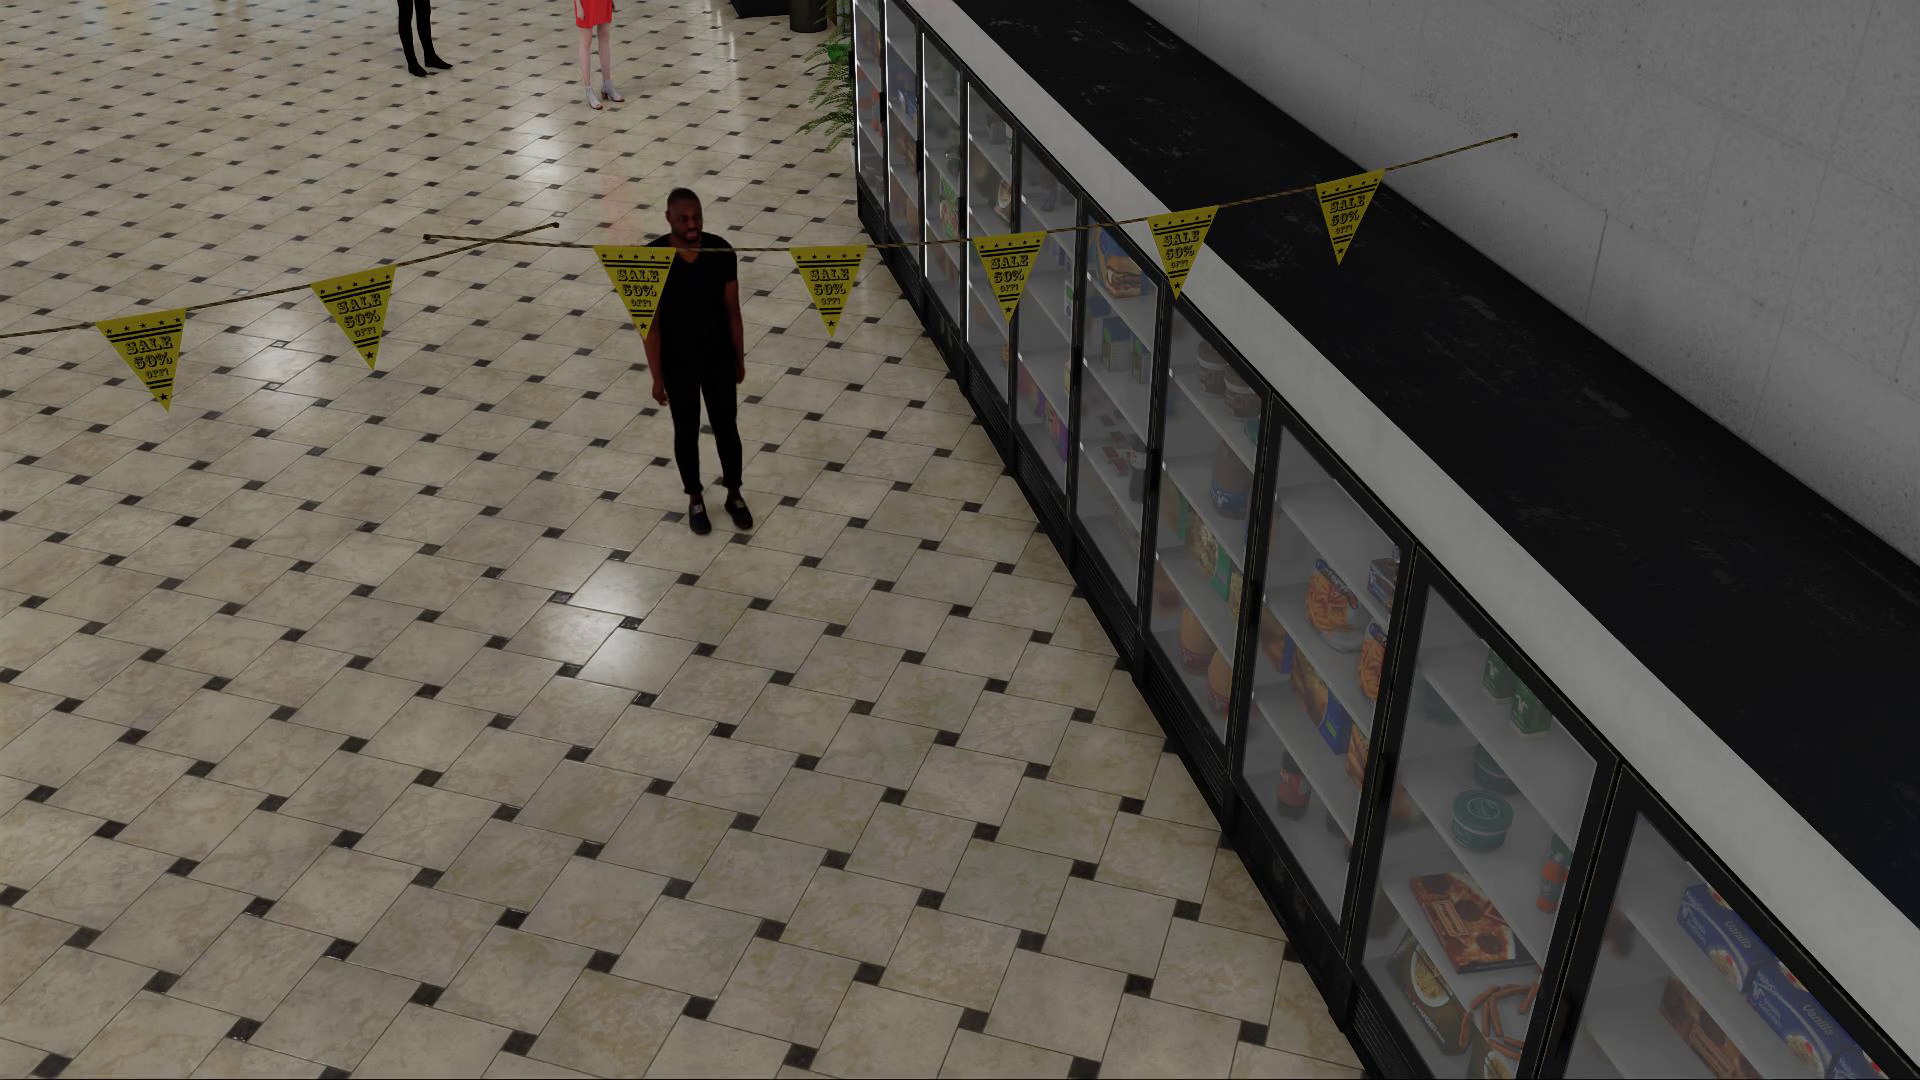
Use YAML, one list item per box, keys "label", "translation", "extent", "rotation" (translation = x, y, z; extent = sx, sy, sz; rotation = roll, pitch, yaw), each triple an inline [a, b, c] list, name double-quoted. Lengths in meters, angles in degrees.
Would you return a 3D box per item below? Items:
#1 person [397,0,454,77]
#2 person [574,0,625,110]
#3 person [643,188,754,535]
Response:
- label: "person"
  translation: [-5.093, -5.289, 15.356]
  extent: [0.845, 1.894, 0.774]
  rotation: [19, 37, 27]
- label: "person"
  translation: [-3.211, -4.715, 14.496]
  extent: [0.721, 1.828, 0.640]
  rotation: [21, 37, 29]
- label: "person"
  translation: [-1.353, -0.911, 8.394]
  extent: [0.568, 1.816, 0.742]
  rotation: [-10, 33, -16]
